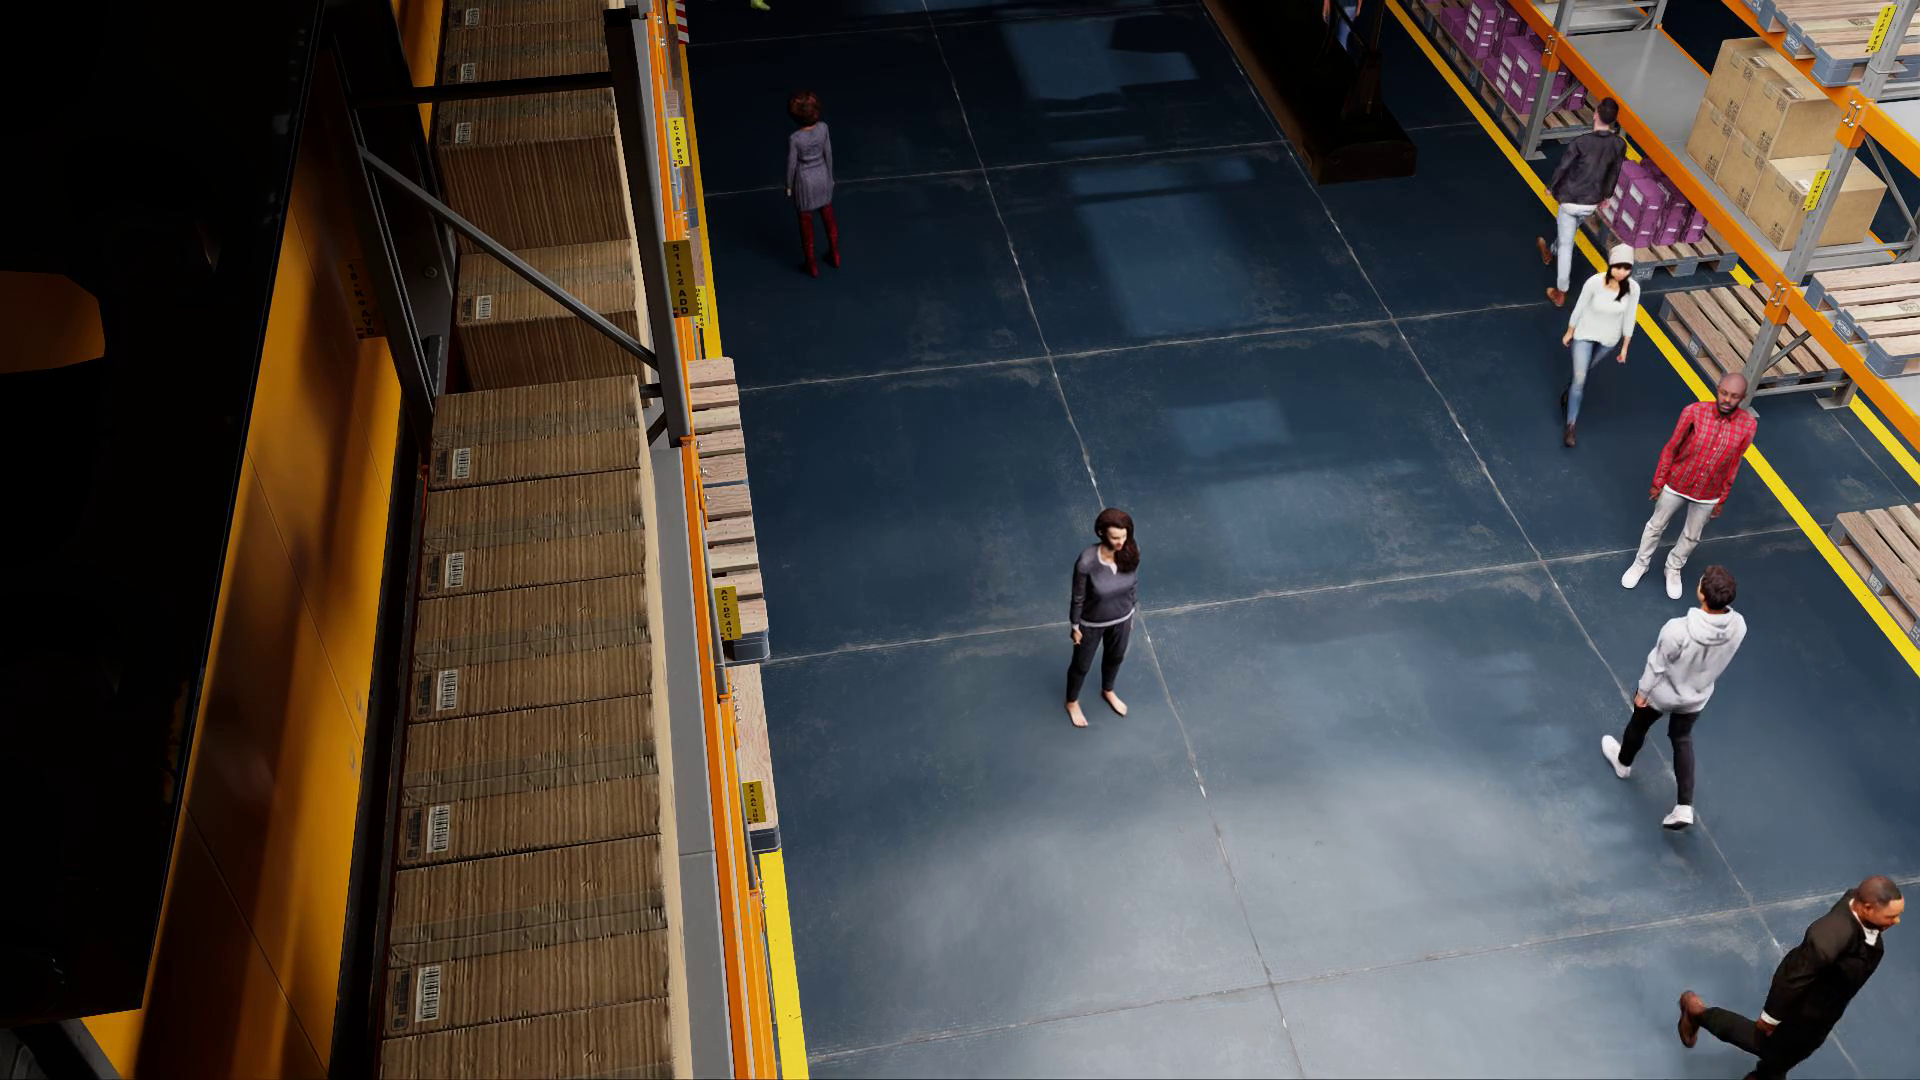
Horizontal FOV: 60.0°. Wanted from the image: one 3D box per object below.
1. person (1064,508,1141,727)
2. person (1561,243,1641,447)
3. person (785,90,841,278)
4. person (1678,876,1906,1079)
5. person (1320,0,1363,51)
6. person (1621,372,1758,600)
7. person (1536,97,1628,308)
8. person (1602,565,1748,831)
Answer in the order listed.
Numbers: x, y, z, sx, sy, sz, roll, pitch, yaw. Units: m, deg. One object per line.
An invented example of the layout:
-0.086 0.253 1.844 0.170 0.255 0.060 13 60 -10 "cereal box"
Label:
0.889 0.476 10.435 0.655 1.767 0.591 -17 46 -17 "person"
4.850 -1.592 12.713 0.789 1.619 1.060 5 44 5 "person"
-1.253 -3.015 14.144 0.662 1.706 0.638 -24 49 -23 "person"
4.245 2.249 8.488 0.981 1.886 1.153 -29 51 -27 "person"
3.823 -5.288 16.604 0.641 1.604 0.681 -2 44 -2 "person"
4.989 -0.397 11.313 0.756 1.820 0.764 15 46 15 "person"
5.163 -2.757 13.801 0.650 1.805 1.047 -7 44 -8 "person"
4.298 0.943 9.843 0.738 1.907 1.138 -5 44 -5 "person"
